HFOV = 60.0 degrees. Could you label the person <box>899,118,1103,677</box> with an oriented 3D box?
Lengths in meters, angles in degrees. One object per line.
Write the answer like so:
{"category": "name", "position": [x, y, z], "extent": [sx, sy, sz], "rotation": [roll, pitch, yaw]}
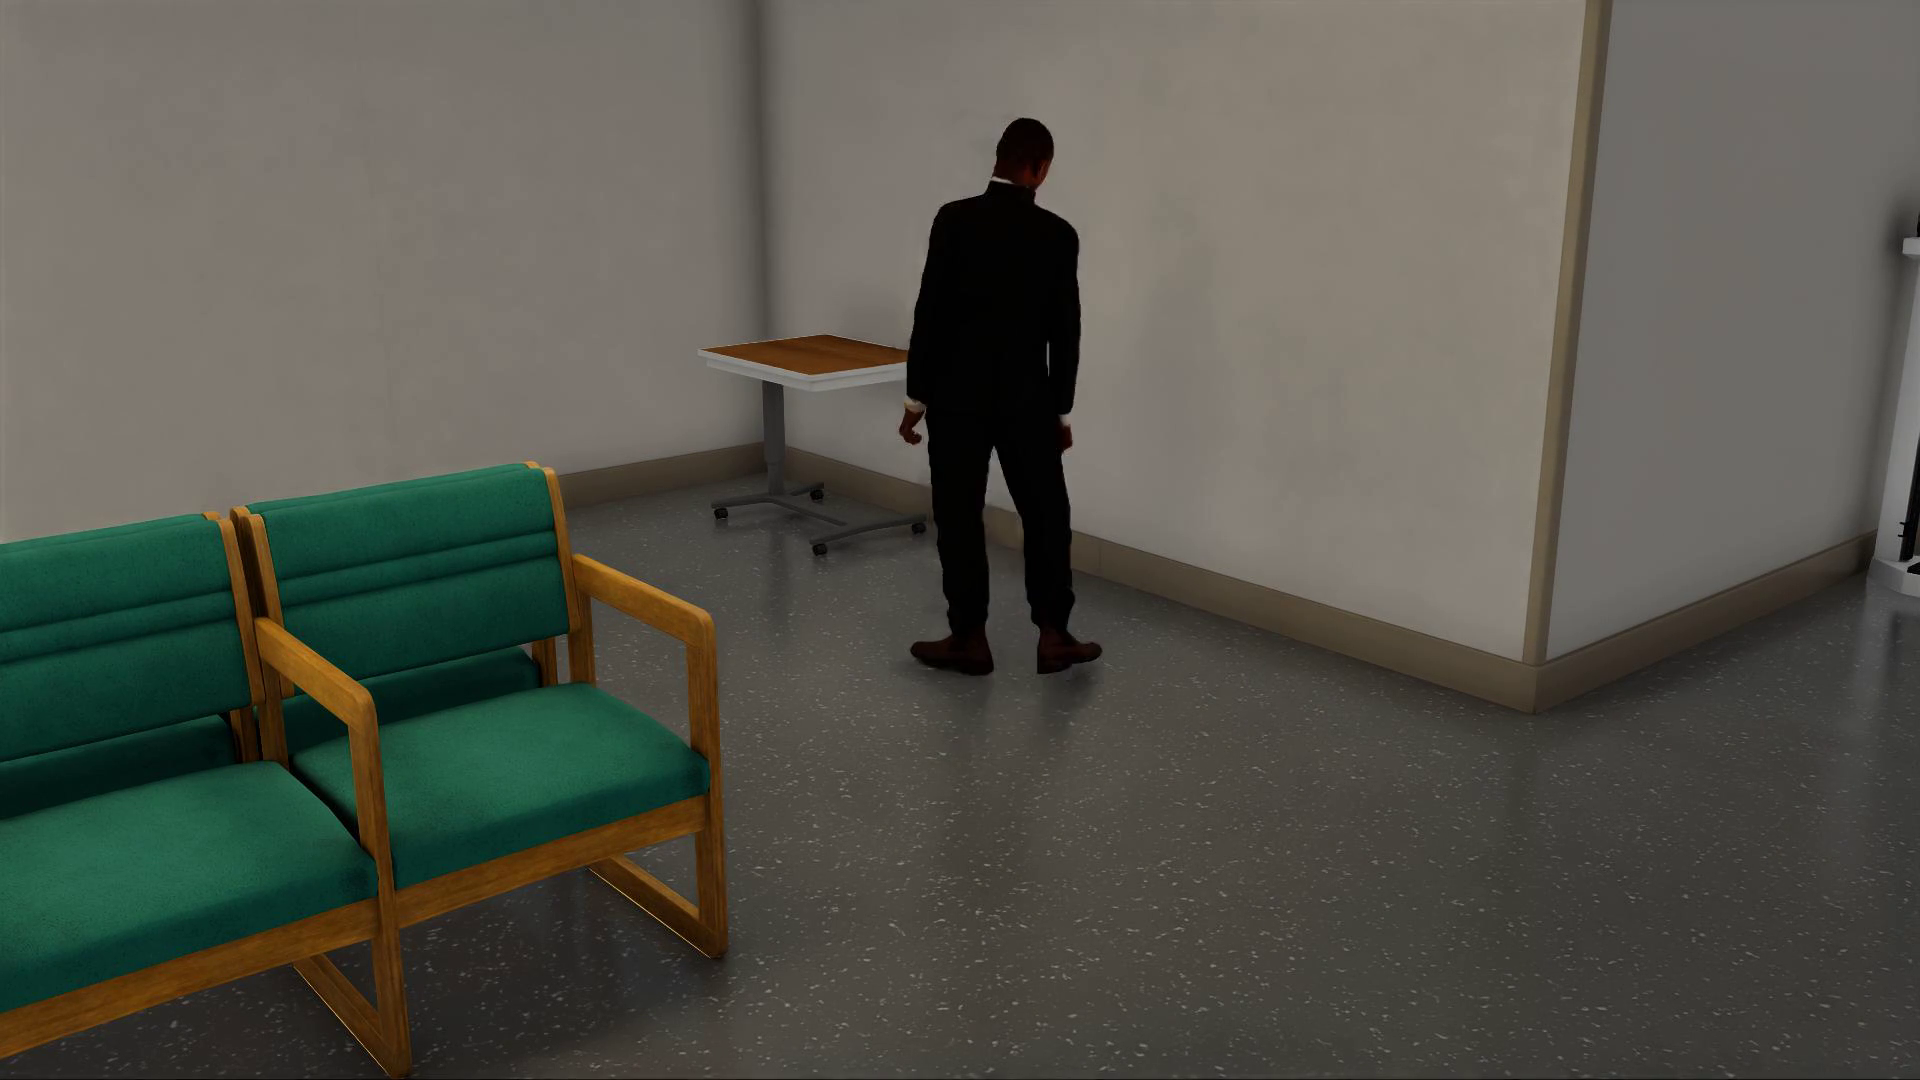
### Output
{"category": "person", "position": [0.079, -0.454, 5.621], "extent": [0.980, 1.887, 0.953], "rotation": [-7, 17, -23]}
